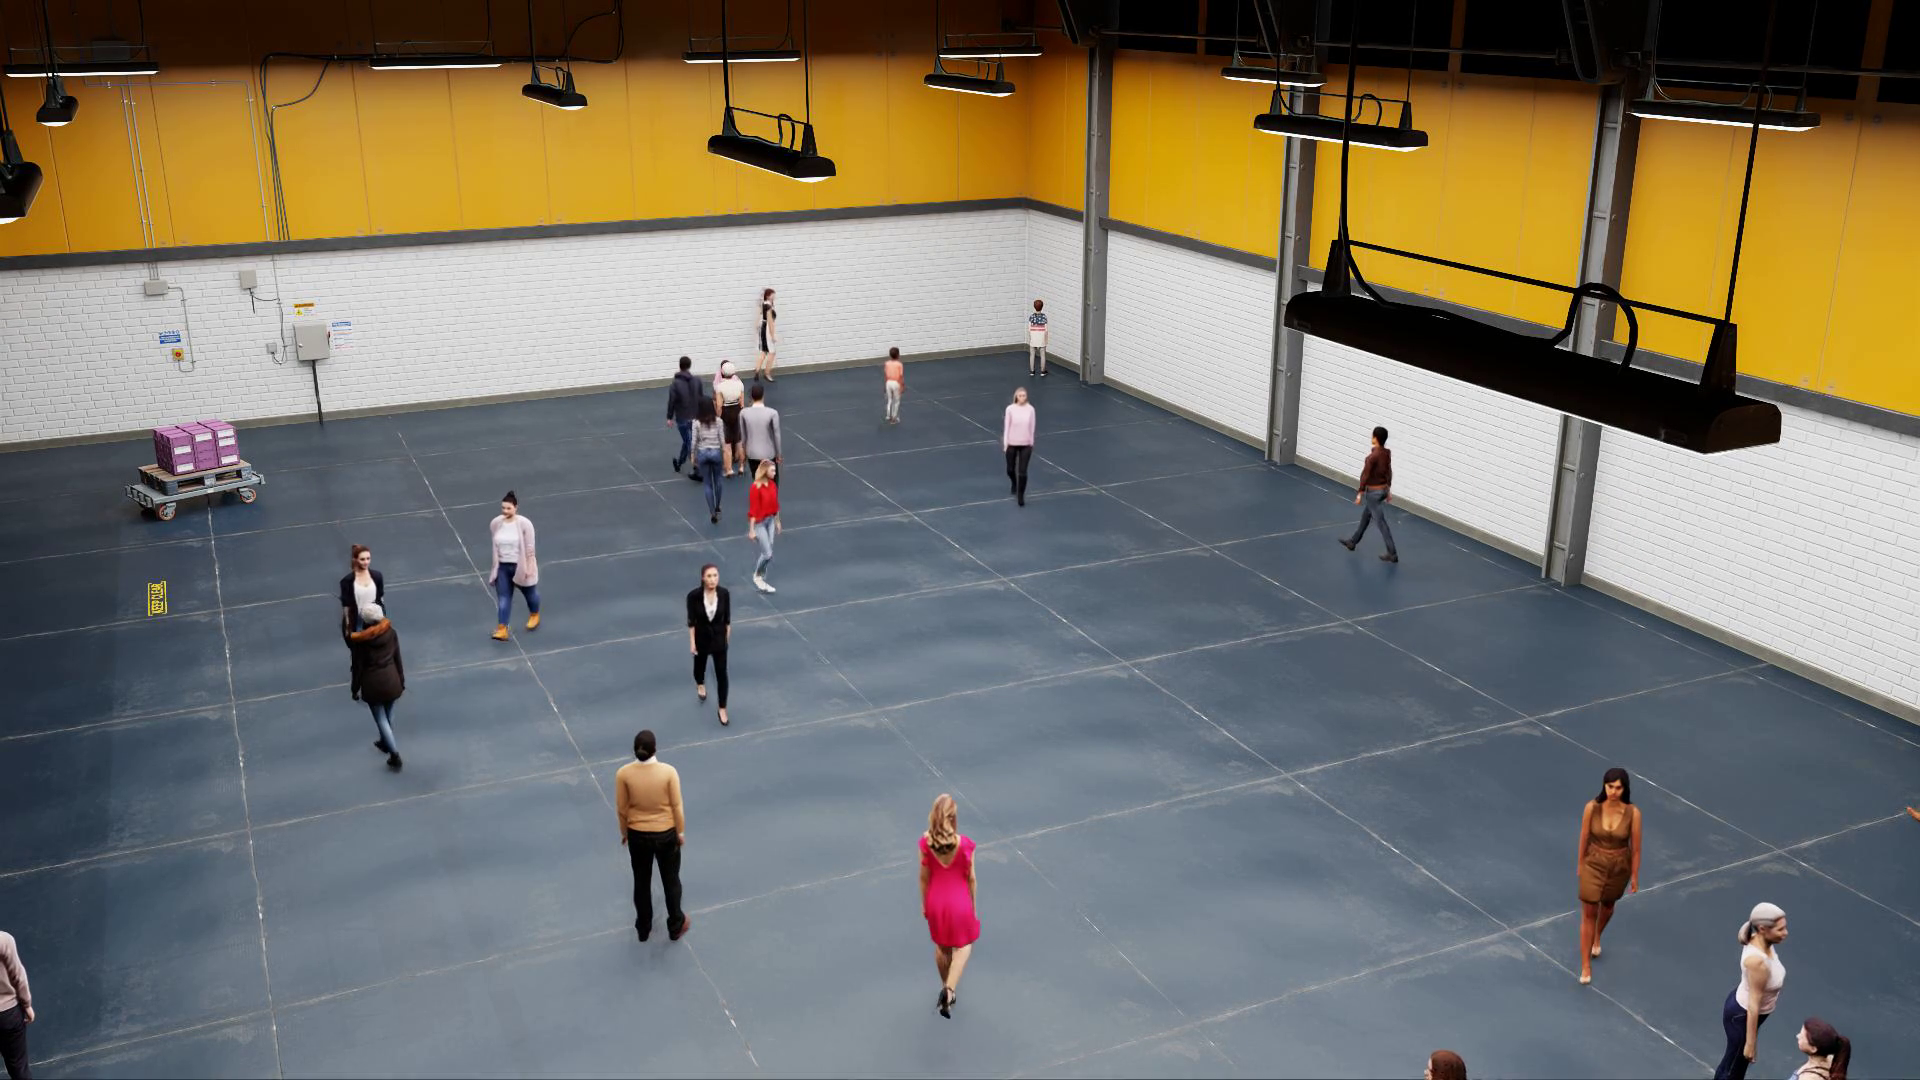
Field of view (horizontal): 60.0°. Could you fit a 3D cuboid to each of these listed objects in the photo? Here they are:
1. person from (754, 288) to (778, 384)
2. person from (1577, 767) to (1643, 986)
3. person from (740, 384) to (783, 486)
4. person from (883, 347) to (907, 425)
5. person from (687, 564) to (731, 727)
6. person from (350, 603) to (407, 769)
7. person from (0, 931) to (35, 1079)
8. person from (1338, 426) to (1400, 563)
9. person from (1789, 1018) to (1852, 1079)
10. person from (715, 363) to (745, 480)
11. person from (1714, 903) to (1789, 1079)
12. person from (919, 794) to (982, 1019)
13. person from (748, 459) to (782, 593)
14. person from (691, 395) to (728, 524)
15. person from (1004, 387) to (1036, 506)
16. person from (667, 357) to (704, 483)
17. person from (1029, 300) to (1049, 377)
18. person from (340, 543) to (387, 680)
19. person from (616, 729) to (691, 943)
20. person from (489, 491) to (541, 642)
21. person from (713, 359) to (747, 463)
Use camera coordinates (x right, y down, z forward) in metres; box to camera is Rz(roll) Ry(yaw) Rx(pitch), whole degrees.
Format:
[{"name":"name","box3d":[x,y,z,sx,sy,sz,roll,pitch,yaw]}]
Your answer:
[{"name":"person","box3d":[-3.573,-3.770,30.744,0.788,1.766,0.617,-10,21,-28]},{"name":"person","box3d":[4.845,2.448,12.459,1.018,1.651,1.078,6,20,18]},{"name":"person","box3d":[-2.752,-1.177,22.818,0.884,1.910,0.901,2,19,7]},{"name":"person","box3d":[-1.140,-2.577,27.930,0.592,1.301,0.667,9,21,26]},{"name":"person","box3d":[-2.547,1.011,16.772,0.699,1.621,1.105,-5,19,-15]},{"name":"person","box3d":[-5.443,1.385,15.676,0.822,1.612,0.992,-18,25,-42]},{"name":"person","box3d":[-6.163,3.001,10.571,0.659,1.810,0.603,-5,19,-14]},{"name":"person","box3d":[5.377,-0.540,21.208,0.926,1.731,1.241,-17,25,-41]},{"name":"person","box3d":[4.883,3.465,9.517,0.688,1.602,0.838,-15,23,-37]},{"name":"person","box3d":[-3.422,-1.785,24.865,0.635,1.755,0.530,-10,21,-28]},{"name":"person","box3d":[4.984,3.059,10.566,0.727,1.702,0.691,9,21,25]},{"name":"person","box3d":[-0.091,2.642,11.787,0.844,1.713,0.927,5,19,13]},{"name":"person","box3d":[-2.445,-0.176,20.185,0.748,1.694,0.730,12,22,33]},{"name":"person","box3d":[-3.415,-1.065,22.700,0.748,1.773,0.930,-3,19,-10]},{"name":"person","box3d":[0.836,-1.371,23.763,0.848,1.674,1.049,0,19,-1]},{"name":"person","box3d":[-3.980,-1.737,24.613,0.922,1.826,1.209,-17,25,-40]},{"name":"person","box3d":[1.477,-3.836,31.454,0.586,1.439,0.624,4,19,11]},{"name":"person","box3d":[-6.203,0.833,17.237,0.719,1.663,0.901,-11,22,-30]},{"name":"person","box3d":[-2.371,2.271,12.825,0.741,1.753,0.720,0,19,-1]},{"name":"person","box3d":[-4.997,0.267,18.871,1.070,1.692,1.219,3,19,9]},{"name":"person","box3d":[-3.571,-1.999,25.694,0.754,1.633,0.748,0,19,1]}]
